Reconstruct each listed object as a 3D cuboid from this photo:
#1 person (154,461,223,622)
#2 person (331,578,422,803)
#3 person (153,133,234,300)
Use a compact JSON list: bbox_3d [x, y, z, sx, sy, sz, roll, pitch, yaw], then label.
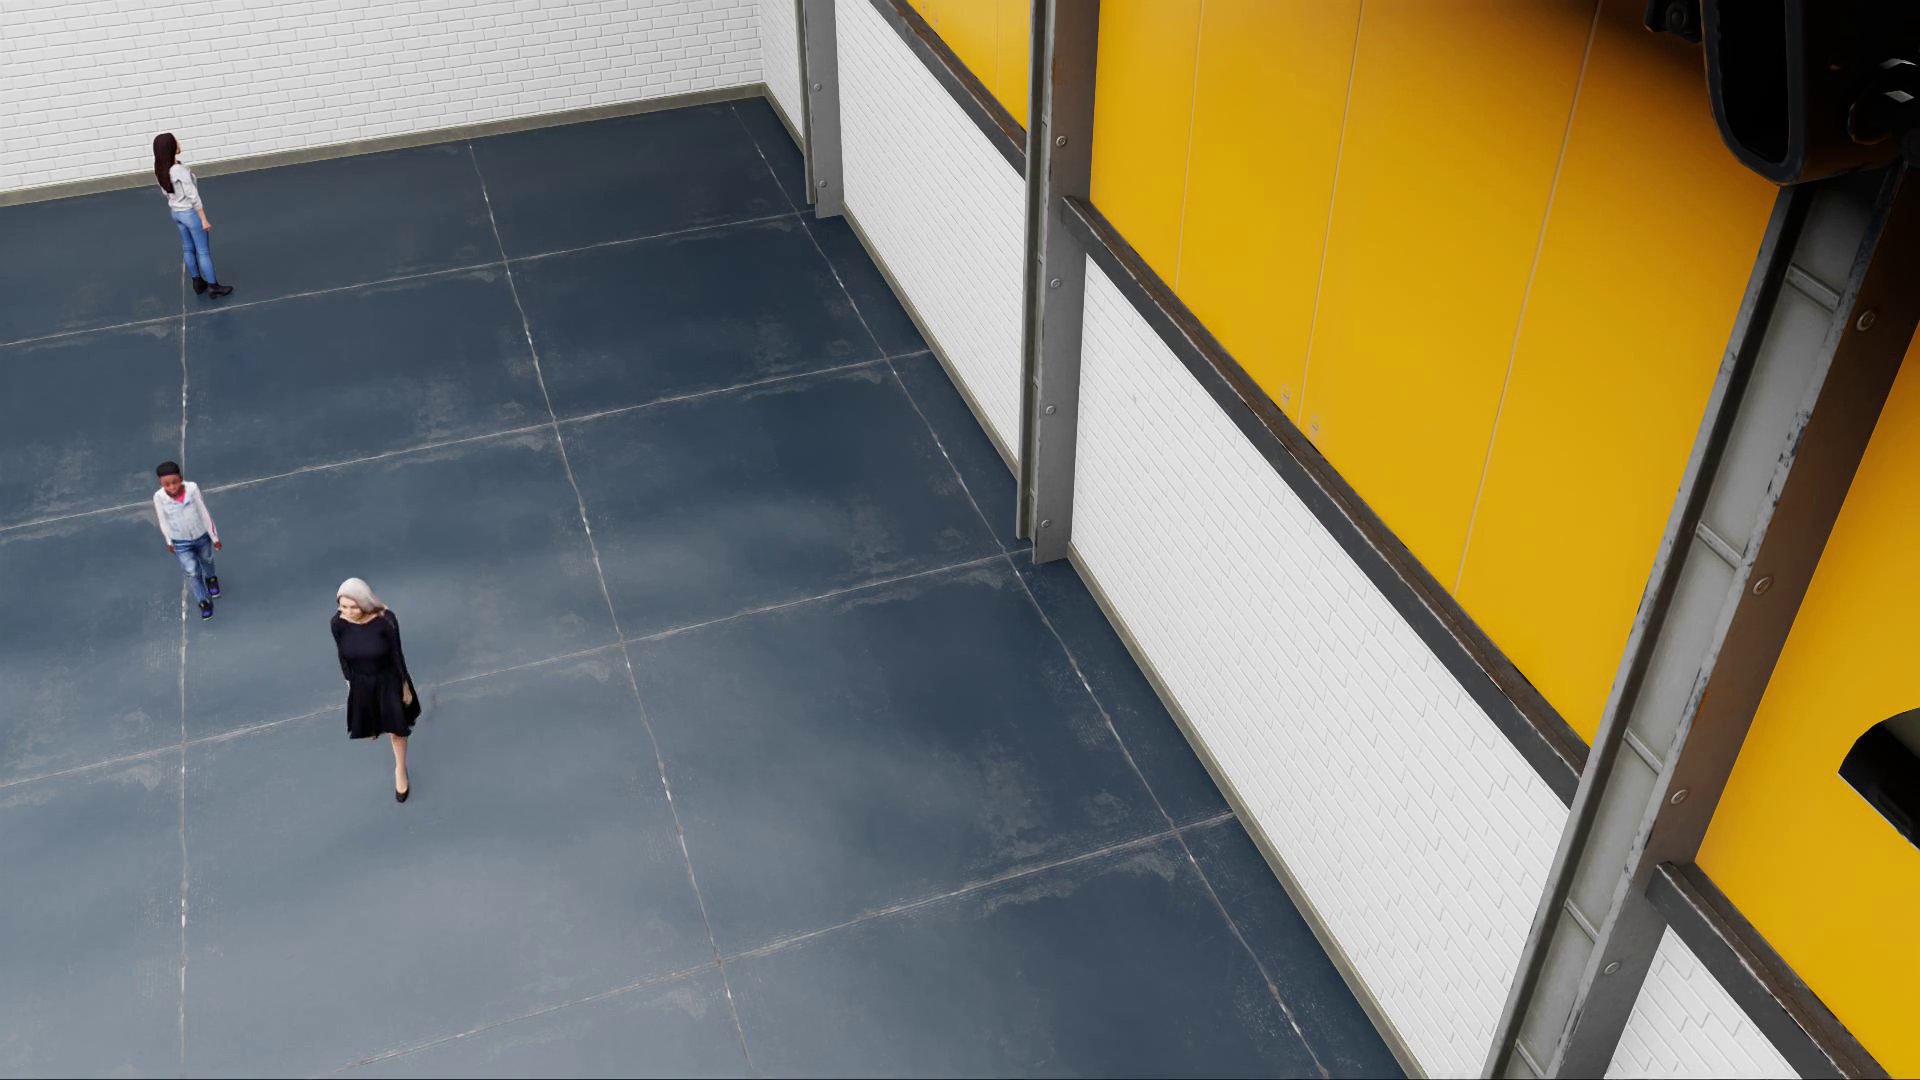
[{"bbox_3d":[-5.631,-0.084,12.154,0.574,1.241,0.814,-19,42,-22],"label":"person"},{"bbox_3d":[-3.645,0.885,10.544,0.712,1.735,0.865,-2,39,-2],"label":"person"},{"bbox_3d":[-7.218,-3.029,15.527,0.651,1.633,0.734,20,43,24],"label":"person"}]
